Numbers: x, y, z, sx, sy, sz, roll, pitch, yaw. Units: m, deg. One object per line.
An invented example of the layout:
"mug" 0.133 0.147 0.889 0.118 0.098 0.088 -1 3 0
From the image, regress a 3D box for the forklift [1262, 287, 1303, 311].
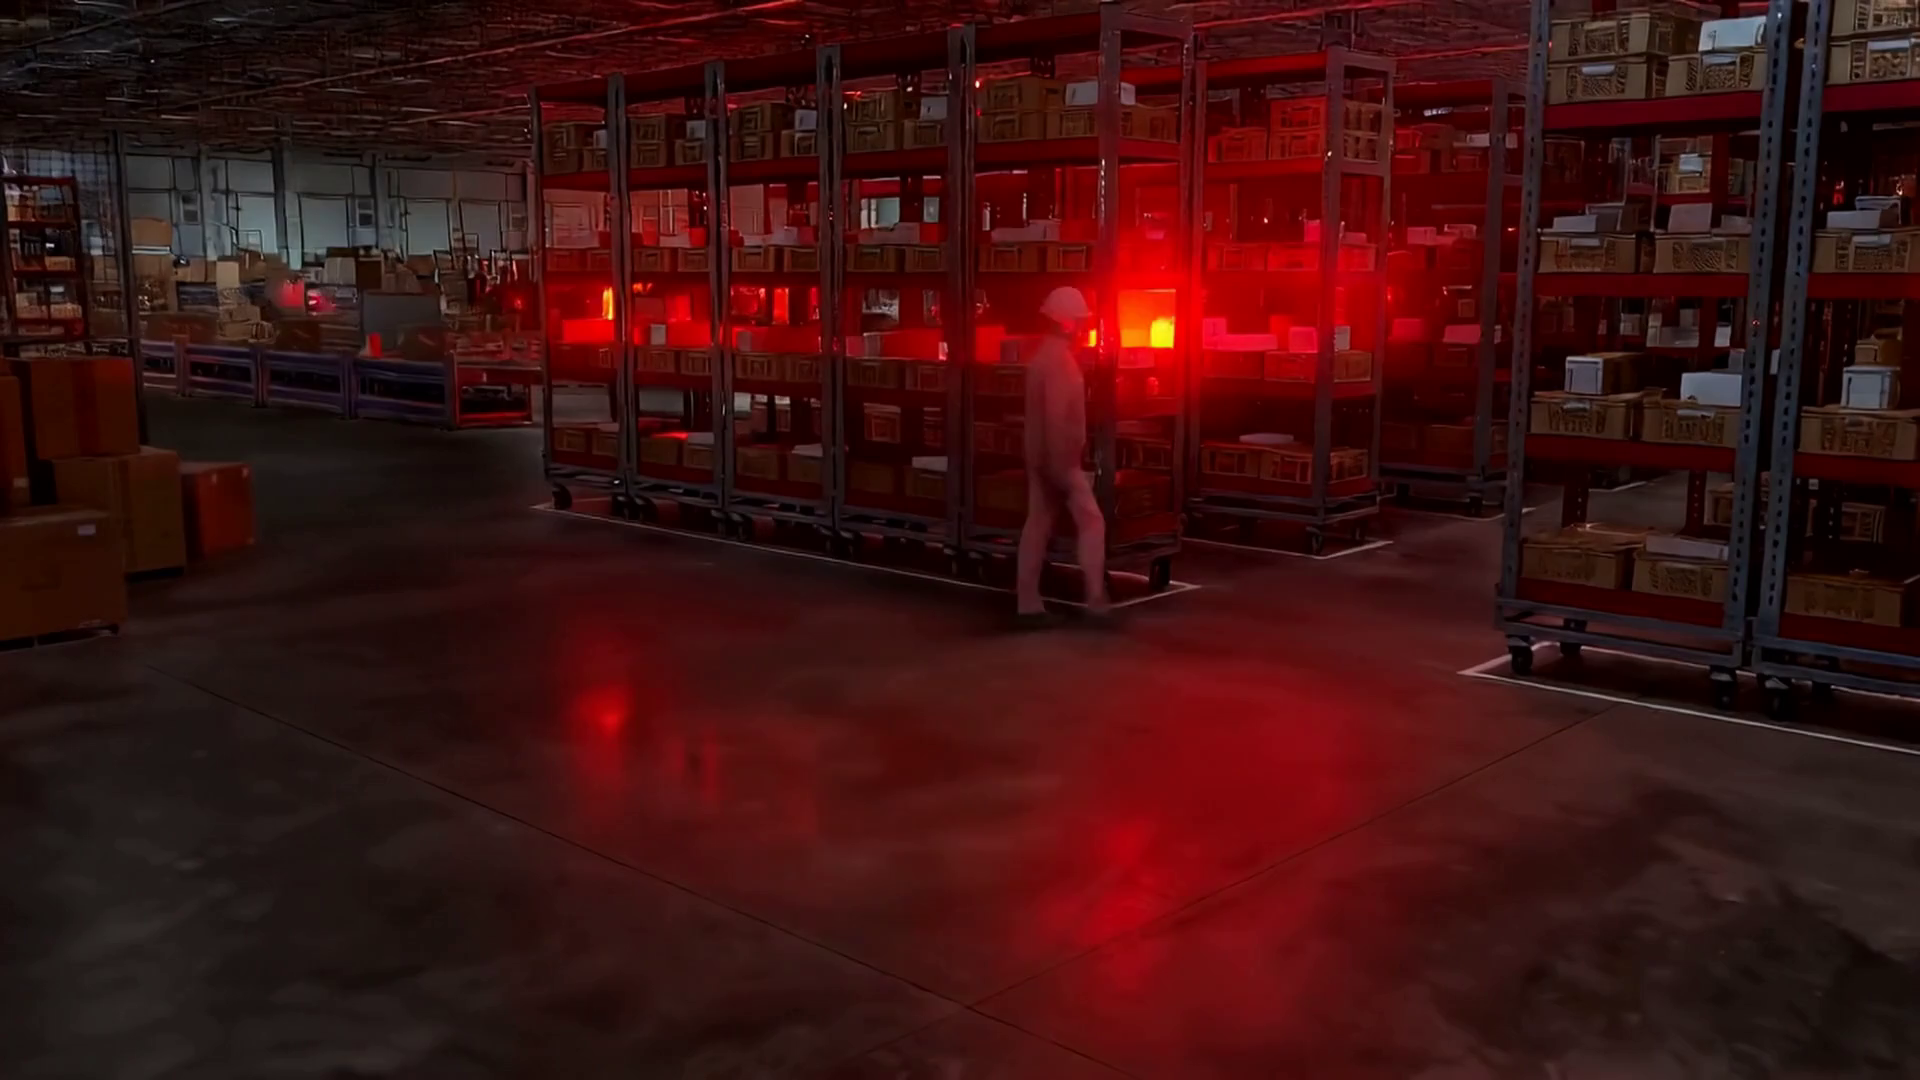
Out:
"forklift" 10.769 -8.203 54.240 1.129 2.768 1.873 8 12 42

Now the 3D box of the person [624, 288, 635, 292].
"person" -12.532 -9.074 62.519 0.597 1.918 0.383 -1 9 -6

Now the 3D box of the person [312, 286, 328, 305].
"person" -18.260 -6.662 47.547 0.508 1.978 0.635 3 10 16

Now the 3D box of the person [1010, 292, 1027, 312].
"person" 0.728 -2.604 23.338 0.521 1.755 0.533 -6 11 -34

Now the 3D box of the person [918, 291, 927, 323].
"person" -1.037 -5.628 41.711 0.403 1.818 0.601 -4 10 -22

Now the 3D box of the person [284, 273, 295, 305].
"person" -23.856 -8.560 59.367 0.575 1.916 0.571 -3 10 -20

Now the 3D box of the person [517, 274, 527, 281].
"person" -21.388 -12.079 81.207 0.655 1.831 0.754 -4 10 -23

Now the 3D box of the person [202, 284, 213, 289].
"person" -21.198 -6.545 47.113 0.987 1.889 0.550 -3 10 -16

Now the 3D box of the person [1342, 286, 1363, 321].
"person" 5.164 -2.481 21.852 1.016 2.003 0.616 6 11 34

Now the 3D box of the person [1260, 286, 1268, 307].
"person" 10.844 -8.466 59.366 0.531 1.736 0.599 7 12 39

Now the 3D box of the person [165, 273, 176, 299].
"person" -32.047 -9.862 67.432 0.569 1.888 0.957 5 10 27

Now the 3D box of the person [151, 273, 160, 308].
"person" -34.486 -10.492 71.365 0.363 1.879 0.579 -8 12 -40

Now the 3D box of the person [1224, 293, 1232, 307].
"person" 4.279 -3.030 25.757 0.621 1.818 0.483 6 11 34

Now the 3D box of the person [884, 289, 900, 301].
"person" -2.283 -8.431 58.696 0.668 1.874 0.827 -9 13 -44

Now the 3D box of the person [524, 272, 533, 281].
"person" -24.997 -14.603 96.548 0.611 1.872 0.973 1 9 7

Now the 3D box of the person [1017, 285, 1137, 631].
"person" 0.685 -0.450 9.472 0.807 1.969 0.646 -3 10 -15

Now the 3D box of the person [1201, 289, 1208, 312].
"person" 3.458 -2.706 23.886 0.987 1.805 0.567 -6 11 -34
